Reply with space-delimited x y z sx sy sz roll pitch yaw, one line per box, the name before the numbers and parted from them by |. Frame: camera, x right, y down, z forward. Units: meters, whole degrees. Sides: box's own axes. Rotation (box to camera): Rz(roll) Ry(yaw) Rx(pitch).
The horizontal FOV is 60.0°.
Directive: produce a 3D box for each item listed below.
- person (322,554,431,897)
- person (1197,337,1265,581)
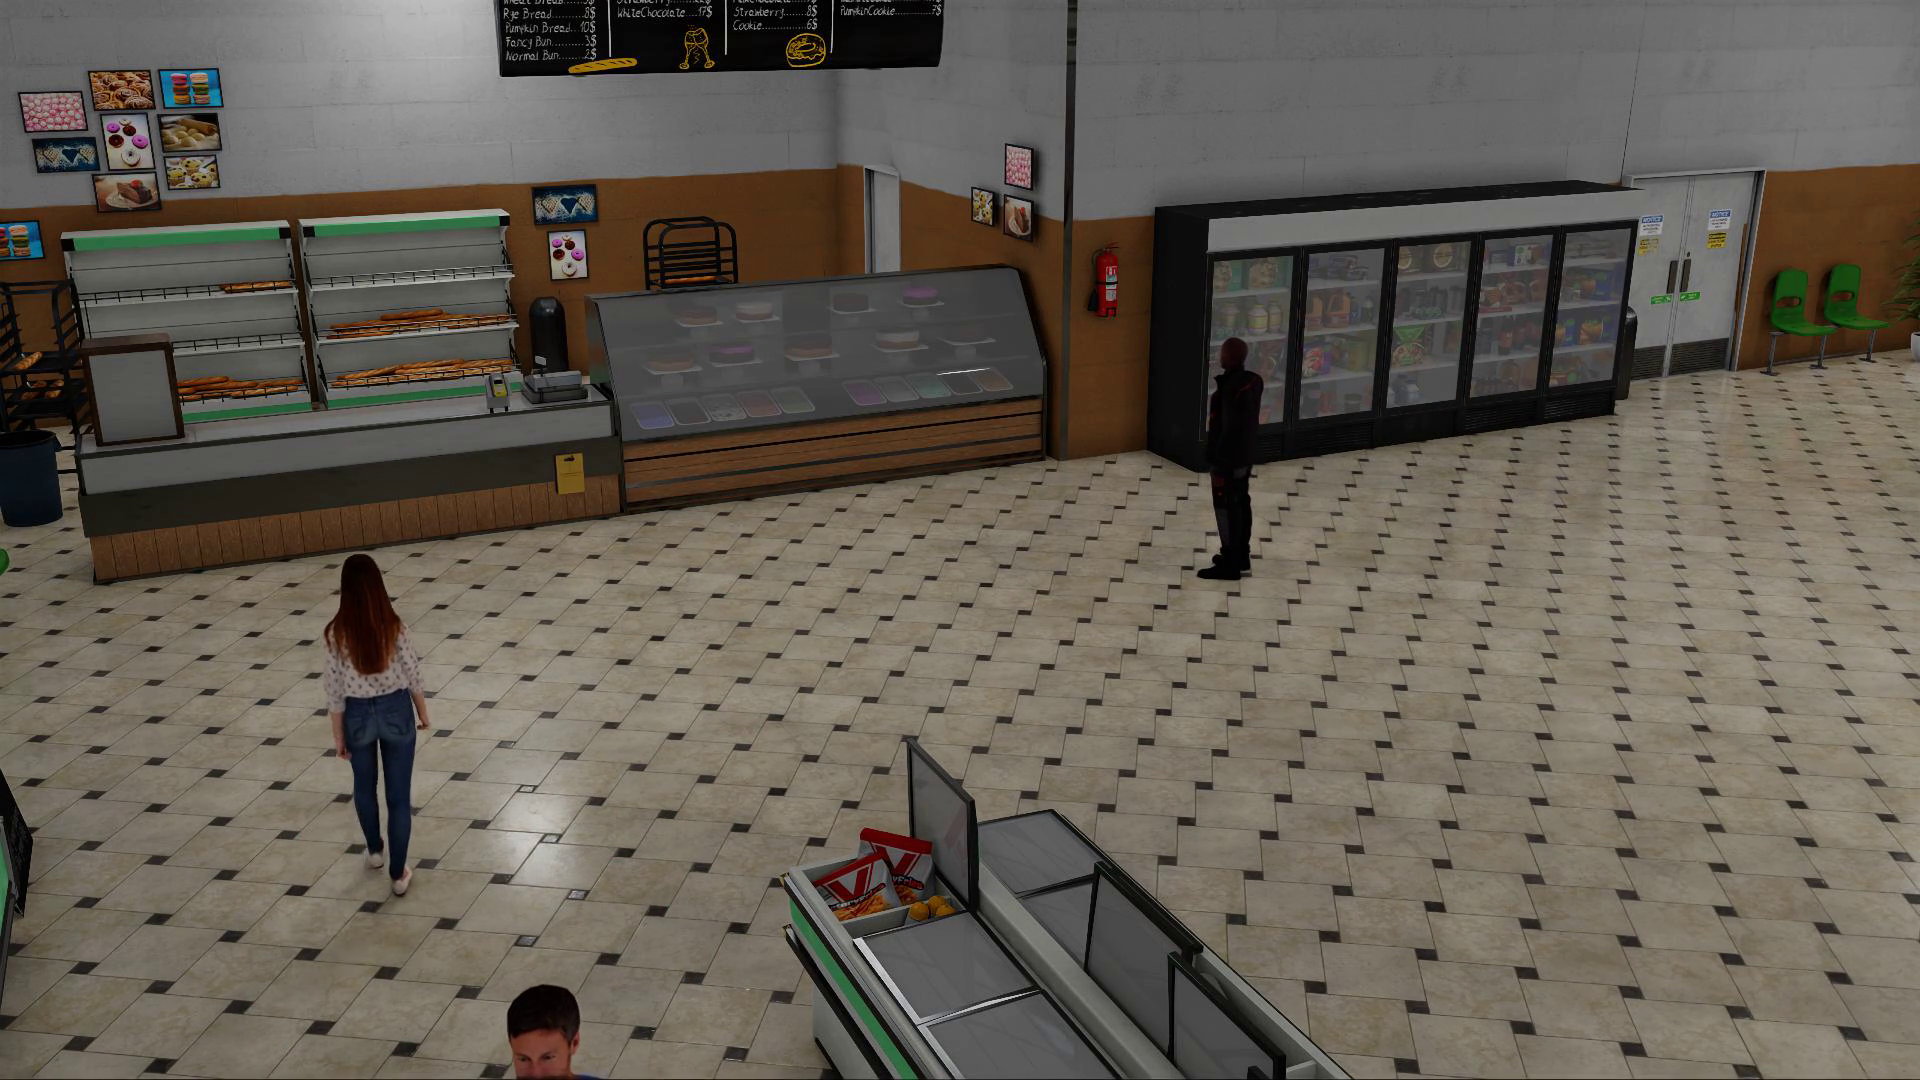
person | -2.790 0.913 7.978 0.674 1.718 0.780 -4 19 -12
person | 2.035 -0.611 12.333 0.816 1.823 0.790 9 21 25
